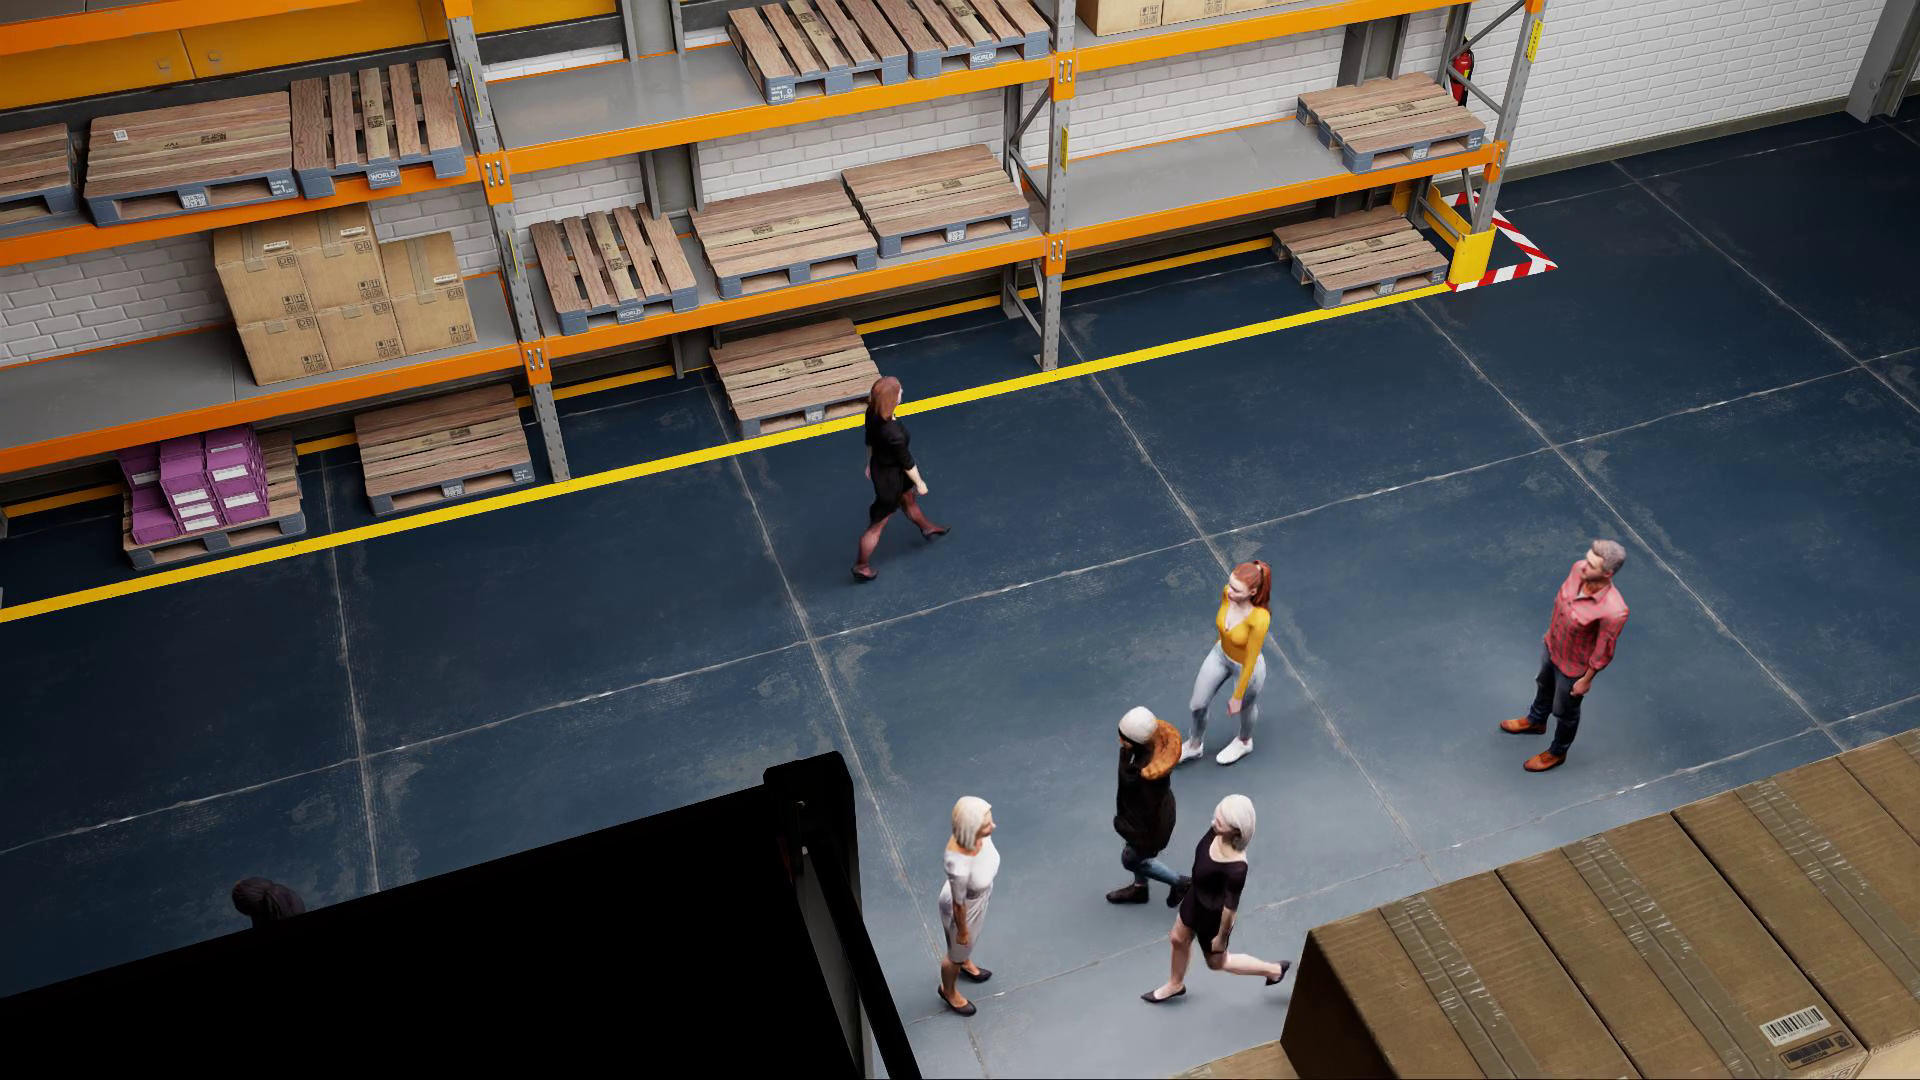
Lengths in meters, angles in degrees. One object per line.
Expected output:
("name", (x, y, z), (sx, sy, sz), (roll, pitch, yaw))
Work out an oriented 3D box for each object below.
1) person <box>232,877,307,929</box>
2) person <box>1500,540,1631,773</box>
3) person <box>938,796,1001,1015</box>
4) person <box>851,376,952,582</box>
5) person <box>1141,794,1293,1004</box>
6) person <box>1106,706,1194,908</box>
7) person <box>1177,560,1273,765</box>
("person", (-3.391, 2.261, 8.527), (0.718, 1.728, 0.699), (7, 44, 7))
("person", (3.728, 0.682, 10.111), (0.612, 1.830, 0.719), (-7, 44, -7))
("person", (0.026, 1.931, 8.860), (0.688, 1.747, 0.649), (12, 45, 13))
("person", (-0.566, -0.356, 11.320), (1.076, 1.666, 0.667), (-19, 47, -19))
("person", (1.426, 1.949, 8.795), (1.095, 1.812, 0.746), (-5, 44, -6))
("person", (1.121, 1.535, 9.370), (0.844, 1.617, 0.764), (-5, 44, -6))
("person", (1.762, 0.749, 10.115), (0.876, 1.729, 0.708), (-25, 49, -24))
